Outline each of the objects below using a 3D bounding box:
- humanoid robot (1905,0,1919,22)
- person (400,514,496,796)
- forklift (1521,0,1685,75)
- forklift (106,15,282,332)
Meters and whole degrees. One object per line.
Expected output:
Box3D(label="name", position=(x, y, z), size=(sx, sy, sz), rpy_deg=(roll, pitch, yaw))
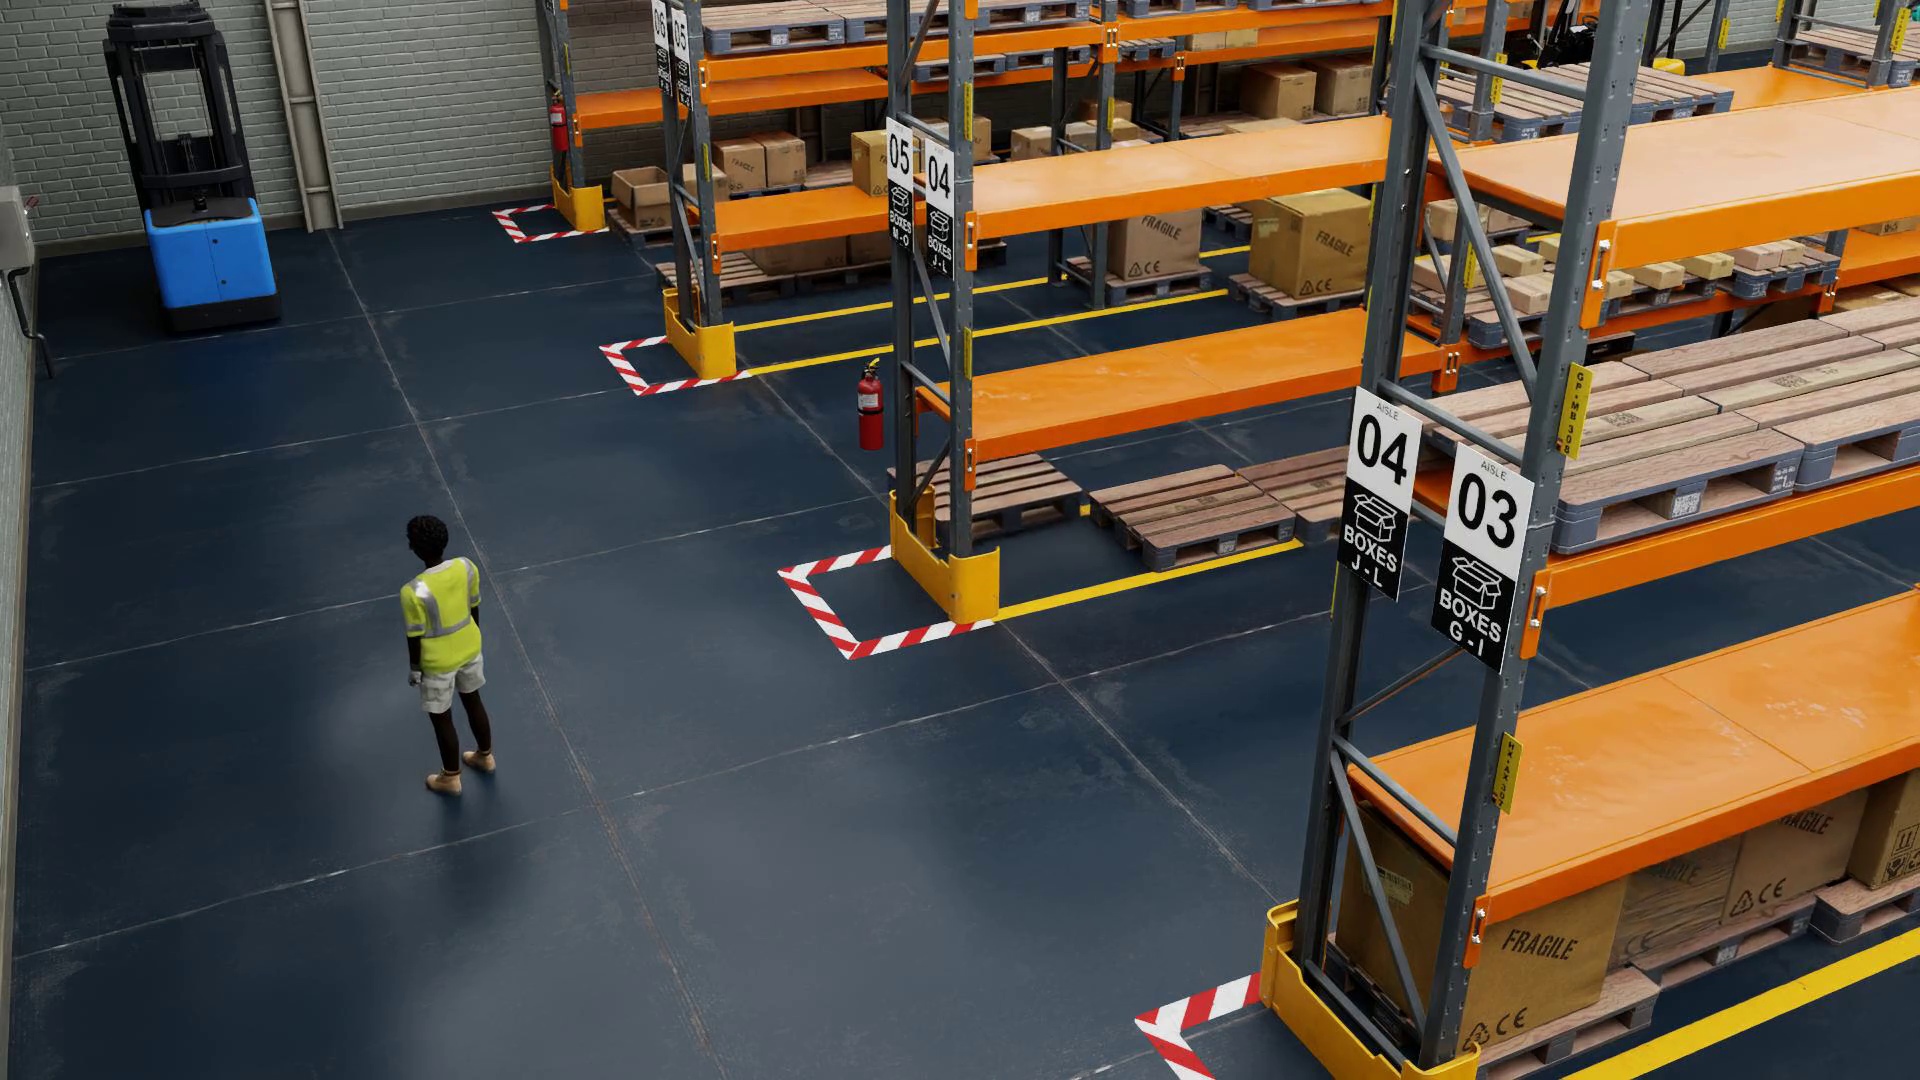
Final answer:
Box3D(label="humanoid robot", position=(15.776, -8.606, 27.069), size=(0.866, 1.857, 0.549), rpy_deg=(-16, 32, -28))
Box3D(label="person", position=(-2.872, 0.638, 9.340), size=(0.321, 1.686, 0.537), rpy_deg=(14, 31, 25))
Box3D(label="forklift", position=(8.950, -6.807, 23.056), size=(1.214, 2.155, 2.313), rpy_deg=(-12, 30, -22))
Box3D(label="forklift", position=(-7.548, -3.672, 16.323), size=(1.129, 2.768, 1.873), rpy_deg=(-12, 30, -22))
